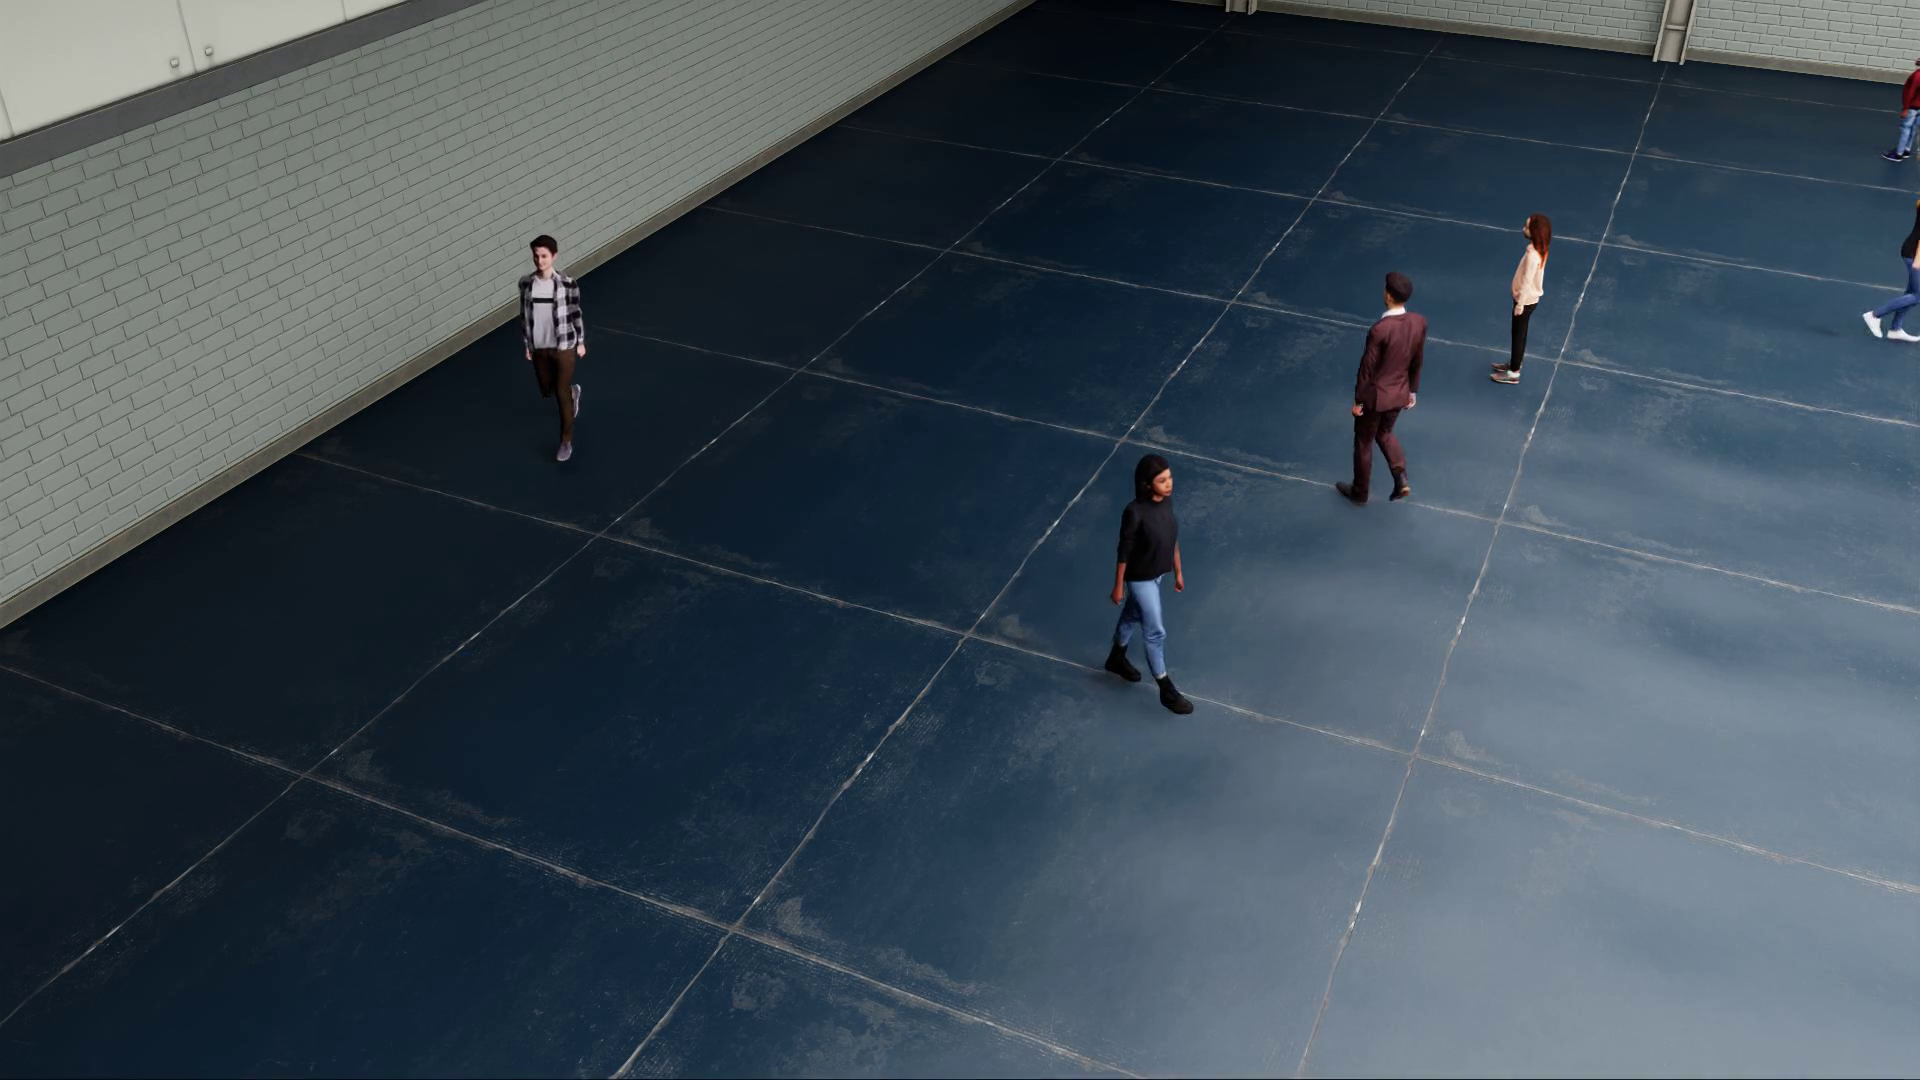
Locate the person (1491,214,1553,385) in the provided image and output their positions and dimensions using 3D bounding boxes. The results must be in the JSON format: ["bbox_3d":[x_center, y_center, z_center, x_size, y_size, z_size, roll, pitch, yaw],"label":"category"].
[{"bbox_3d":[4.778,-2.045,14.065,0.542,1.486,0.585,10,34,16],"label":"person"}]

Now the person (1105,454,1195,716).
[{"bbox_3d":[1.071,0.205,10.324,1.042,1.670,0.770,25,40,34],"label":"person"}]

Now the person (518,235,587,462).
[{"bbox_3d":[-3.161,-1.551,12.993,1.002,1.793,0.890,3,32,5],"label":"person"}]

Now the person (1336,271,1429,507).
[{"bbox_3d":[3.134,-1.034,12.118,0.930,1.852,1.012,-17,36,-25],"label":"person"}]

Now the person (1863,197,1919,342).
[{"bbox_3d":[8.373,-2.539,14.639,0.747,1.707,0.646,21,38,30],"label":"person"}]

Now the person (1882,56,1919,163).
[{"bbox_3d":[10.845,-4.940,18.872,0.570,1.253,0.596,-24,40,-33],"label":"person"}]
